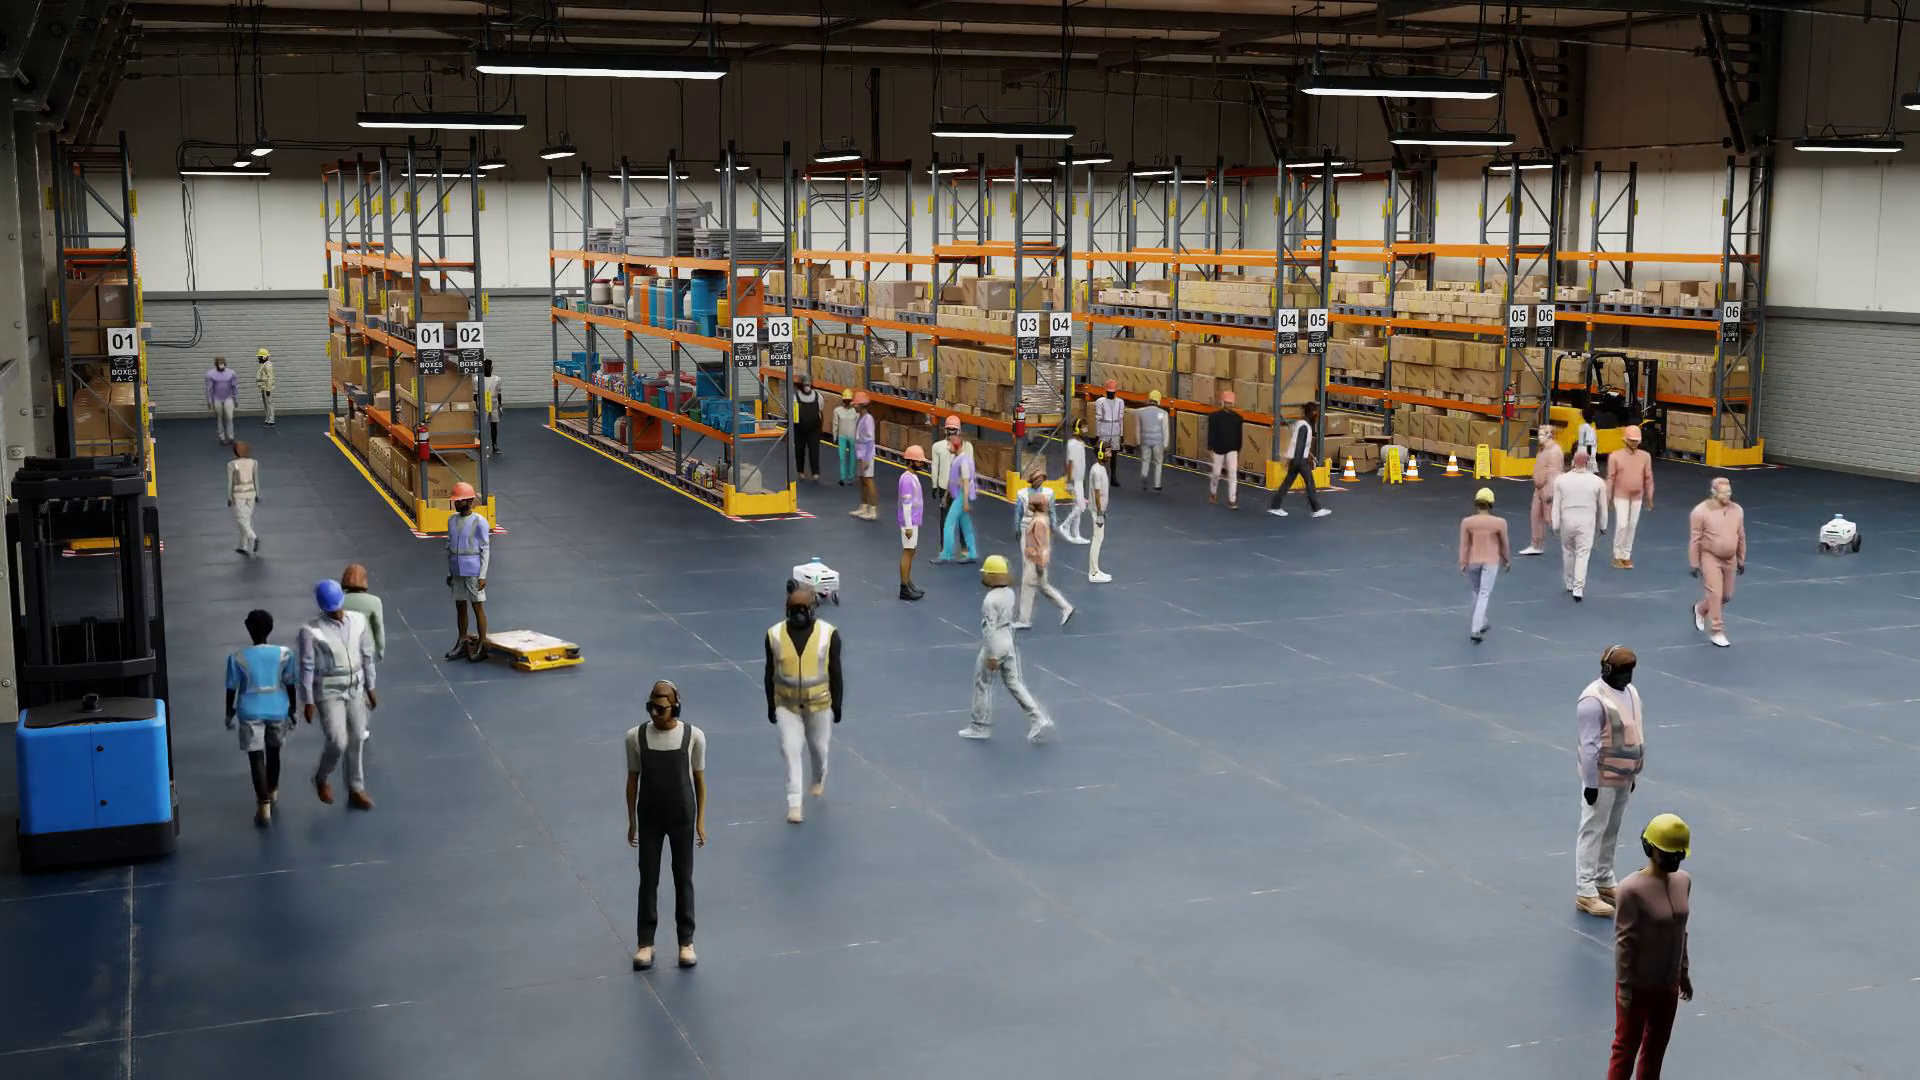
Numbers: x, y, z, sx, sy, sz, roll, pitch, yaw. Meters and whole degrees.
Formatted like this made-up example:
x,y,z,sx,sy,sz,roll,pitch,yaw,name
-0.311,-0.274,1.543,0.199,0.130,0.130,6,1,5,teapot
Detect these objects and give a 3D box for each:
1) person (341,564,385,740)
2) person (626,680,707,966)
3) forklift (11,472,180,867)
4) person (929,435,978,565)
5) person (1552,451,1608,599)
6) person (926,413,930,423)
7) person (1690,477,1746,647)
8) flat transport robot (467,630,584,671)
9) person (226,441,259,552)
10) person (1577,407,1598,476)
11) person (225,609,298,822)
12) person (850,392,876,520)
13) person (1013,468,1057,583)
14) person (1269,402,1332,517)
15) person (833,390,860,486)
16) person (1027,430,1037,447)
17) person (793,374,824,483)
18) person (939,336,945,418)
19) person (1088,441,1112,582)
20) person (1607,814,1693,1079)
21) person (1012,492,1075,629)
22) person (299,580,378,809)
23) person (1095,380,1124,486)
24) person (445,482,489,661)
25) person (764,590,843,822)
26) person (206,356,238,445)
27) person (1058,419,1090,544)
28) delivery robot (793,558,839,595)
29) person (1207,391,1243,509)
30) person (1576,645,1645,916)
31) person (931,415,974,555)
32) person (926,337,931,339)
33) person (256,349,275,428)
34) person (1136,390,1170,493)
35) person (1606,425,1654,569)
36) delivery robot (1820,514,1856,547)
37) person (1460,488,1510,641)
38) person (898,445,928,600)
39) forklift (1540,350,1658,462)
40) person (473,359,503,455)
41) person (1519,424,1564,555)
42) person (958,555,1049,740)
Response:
x,y,z,sx,sy,sz,roll,pitch,yaw,name
-5.519,1.017,19.137,0.526,1.612,0.403,-2,9,-10,person
-1.856,1.784,13.273,0.506,1.842,0.348,-1,9,-4,person
-6.630,0.886,15.957,1.129,2.768,1.873,-3,9,-21,forklift
-0.118,-0.552,28.988,0.823,1.803,0.556,-1,9,-5,person
7.836,-0.199,26.489,0.666,1.855,1.013,3,9,20,person
-0.742,-3.561,49.664,0.508,1.616,0.642,-1,9,-9,person
8.508,0.215,23.599,0.654,1.881,0.776,-2,9,-15,person
-4.721,1.177,22.674,0.652,0.197,1.431,-7,11,-40,flat transport robot
-10.230,-0.609,29.969,0.644,1.622,0.520,6,11,37,person
10.445,-1.408,35.134,0.757,1.673,0.537,0,9,-2,person
-5.557,1.372,16.651,0.544,1.658,0.793,-5,10,-32,person
-1.557,-1.359,33.560,0.390,2.041,0.614,-3,9,-16,person
0.943,-0.121,26.678,0.581,1.621,0.416,-1,9,-4,person
5.493,-1.308,33.874,0.999,1.855,0.593,0,9,3,person
-2.020,-1.825,37.700,0.550,1.718,0.882,0,9,0,person
1.483,-2.908,44.646,0.627,1.807,0.704,-2,9,-12,person
-2.827,-2.070,38.450,0.693,2.000,1.053,-2,9,-11,person
-0.411,-3.972,51.033,0.617,2.024,0.722,-2,9,-12,person
1.857,-0.381,27.662,0.326,1.865,0.516,1,9,7,person
3.507,2.232,10.566,0.524,1.760,0.328,-5,10,-32,person
0.952,0.234,24.331,0.730,1.611,0.520,1,9,5,person
-4.975,1.237,16.728,0.475,1.904,0.598,6,11,37,person
2.707,-1.932,37.767,0.542,1.928,0.374,-2,9,-14,person
-5.331,0.338,22.595,0.545,1.938,0.361,4,9,26,person
-1.246,1.278,16.739,0.631,1.814,0.817,0,9,0,person
-15.704,-2.946,44.611,0.660,1.897,0.955,-4,9,-25,person
1.744,-0.863,30.866,0.405,1.856,0.556,4,9,25,person
-1.801,0.463,26.171,0.477,0.478,0.707,-5,10,-29,delivery robot
4.416,-1.533,35.012,0.614,1.962,0.929,-1,9,-5,person
4.461,1.624,14.355,0.430,1.840,0.624,8,12,43,person
-0.102,-0.776,29.832,0.612,1.996,0.388,0,9,1,person
-0.730,-4.147,52.660,0.619,1.884,0.697,-1,9,-8,person
-16.198,-3.546,48.837,0.403,1.830,0.599,-5,10,-28,person
3.389,-1.732,36.788,0.621,1.816,0.448,3,9,21,person
9.167,-0.577,28.590,0.616,1.975,0.595,-1,9,-7,person
12.624,-0.125,30.099,0.477,0.478,0.707,6,10,35,delivery robot
5.950,0.266,23.820,0.518,1.720,0.929,5,10,32,person
-0.588,-0.231,26.400,0.377,1.932,0.552,1,9,7,person
12.897,-2.725,42.309,2.313,2.155,1.214,-3,9,-21,forklift
-9.709,-2.751,43.089,0.614,1.964,0.361,-5,10,-29,person
8.421,-0.709,29.778,0.749,1.884,0.641,-1,9,-5,person
0.397,0.984,19.052,0.837,1.718,0.487,6,10,33,person
